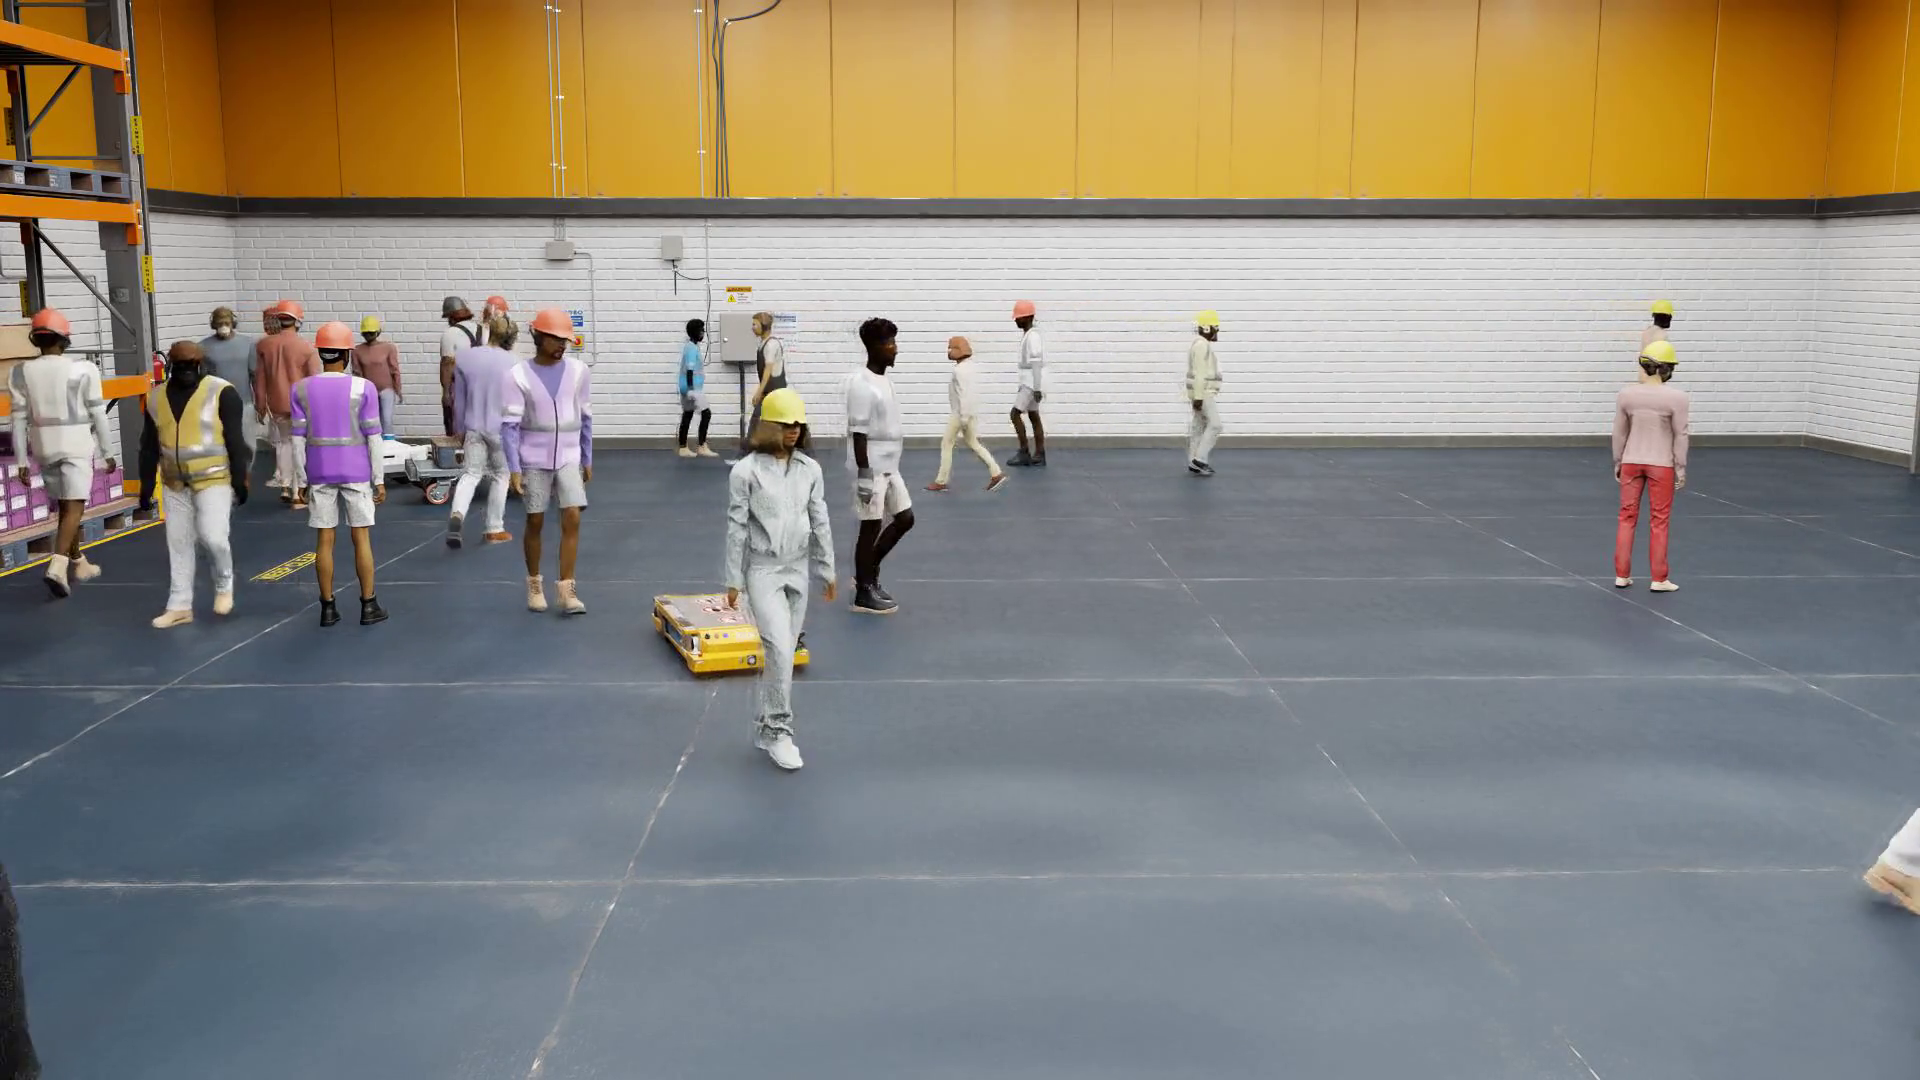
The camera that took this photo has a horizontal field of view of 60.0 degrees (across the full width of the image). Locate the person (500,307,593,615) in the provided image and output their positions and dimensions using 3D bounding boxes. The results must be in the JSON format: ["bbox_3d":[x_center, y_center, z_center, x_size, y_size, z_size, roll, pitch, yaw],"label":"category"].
[{"bbox_3d":[-2.668,-0.499,10.827,0.654,2.010,0.789,-5,10,-27],"label":"person"}]

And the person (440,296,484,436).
[{"bbox_3d":[-5.388,-1.727,18.304,0.916,2.000,0.722,6,11,32],"label":"person"}]

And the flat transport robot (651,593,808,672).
[{"bbox_3d":[-1.403,0.520,9.935,0.652,0.197,1.431,-3,10,-19],"label":"flat transport robot"}]

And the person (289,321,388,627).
[{"bbox_3d":[-3.936,-0.416,10.576,0.552,1.935,0.367,-1,9,-7],"label":"person"}]

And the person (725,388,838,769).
[{"bbox_3d":[-0.771,0.174,7.583,0.513,1.719,0.623,-9,13,-42],"label":"person"}]

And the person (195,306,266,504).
[{"bbox_3d":[-7.119,-1.331,16.239,0.625,1.908,0.826,-4,10,-23],"label":"person"}]

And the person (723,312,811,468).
[{"bbox_3d":[-2.127,-1.658,18.669,1.019,1.790,0.513,-3,10,-20],"label":"person"}]

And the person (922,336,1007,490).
[{"bbox_3d":[0.062,-1.285,16.950,0.825,1.601,0.502,2,9,12],"label":"person"}]

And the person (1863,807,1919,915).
[{"bbox_3d":[3.585,0.467,5.608,0.848,1.798,0.645,4,10,25],"label":"person"}]

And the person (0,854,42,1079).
[{"bbox_3d":[-2.561,0.700,3.930,0.590,1.881,0.914,1,9,8],"label":"person"}]

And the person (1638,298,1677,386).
[{"bbox_3d":[8.261,-1.900,19.774,0.393,1.943,0.595,1,9,6],"label":"person"}]

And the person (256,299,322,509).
[{"bbox_3d":[-6.314,-1.285,15.773,0.645,1.976,0.474,1,9,4],"label":"person"}]

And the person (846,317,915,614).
[{"bbox_3d":[-0.527,-0.479,10.902,0.419,1.952,0.636,3,10,16],"label":"person"}]

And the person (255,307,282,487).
[{"bbox_3d":[-7.141,-1.503,17.451,0.595,1.867,0.646,3,10,17],"label":"person"}]

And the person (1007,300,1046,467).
[{"bbox_3d":[0.722,-1.771,18.968,0.629,1.907,0.577,-1,9,-4],"label":"person"}]

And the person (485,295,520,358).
[{"bbox_3d":[-5.333,-1.889,19.541,0.505,1.973,0.798,-5,10,-26],"label":"person"}]

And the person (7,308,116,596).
[{"bbox_3d":[-6.339,-0.623,11.677,0.605,2.009,1.034,-1,9,-4],"label":"person"}]

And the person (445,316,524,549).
[{"bbox_3d":[-3.809,-0.852,13.396,0.669,1.894,0.841,2,9,9],"label":"person"}]

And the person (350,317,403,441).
[{"bbox_3d":[-6.702,-1.689,19.066,0.551,1.712,0.754,0,9,-1],"label":"person"}]

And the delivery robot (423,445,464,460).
[{"bbox_3d":[-5.317,-0.925,17.639,0.477,0.478,0.707,8,12,41],"label":"delivery robot"}]

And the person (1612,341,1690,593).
[{"bbox_3d":[4.860,-0.515,11.720,0.329,1.765,0.527,-9,13,-43],"label":"person"}]

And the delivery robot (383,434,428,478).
[{"bbox_3d":[-5.886,-0.851,17.186,0.707,0.478,0.477,-9,13,-43],"label":"delivery robot"}]

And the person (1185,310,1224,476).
[{"bbox_3d":[2.690,-1.596,18.150,0.460,1.818,0.606,1,9,8],"label":"person"}]

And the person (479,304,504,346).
[{"bbox_3d":[-5.358,-1.703,18.639,0.569,1.881,0.685,-4,10,-22],"label":"person"}]

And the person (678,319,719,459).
[{"bbox_3d":[-3.097,-1.791,19.781,0.612,1.668,0.554,-2,9,-9],"label":"person"}]

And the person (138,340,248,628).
[{"bbox_3d":[-4.865,-0.358,10.563,0.691,1.824,0.434,1,9,7],"label":"person"}]
